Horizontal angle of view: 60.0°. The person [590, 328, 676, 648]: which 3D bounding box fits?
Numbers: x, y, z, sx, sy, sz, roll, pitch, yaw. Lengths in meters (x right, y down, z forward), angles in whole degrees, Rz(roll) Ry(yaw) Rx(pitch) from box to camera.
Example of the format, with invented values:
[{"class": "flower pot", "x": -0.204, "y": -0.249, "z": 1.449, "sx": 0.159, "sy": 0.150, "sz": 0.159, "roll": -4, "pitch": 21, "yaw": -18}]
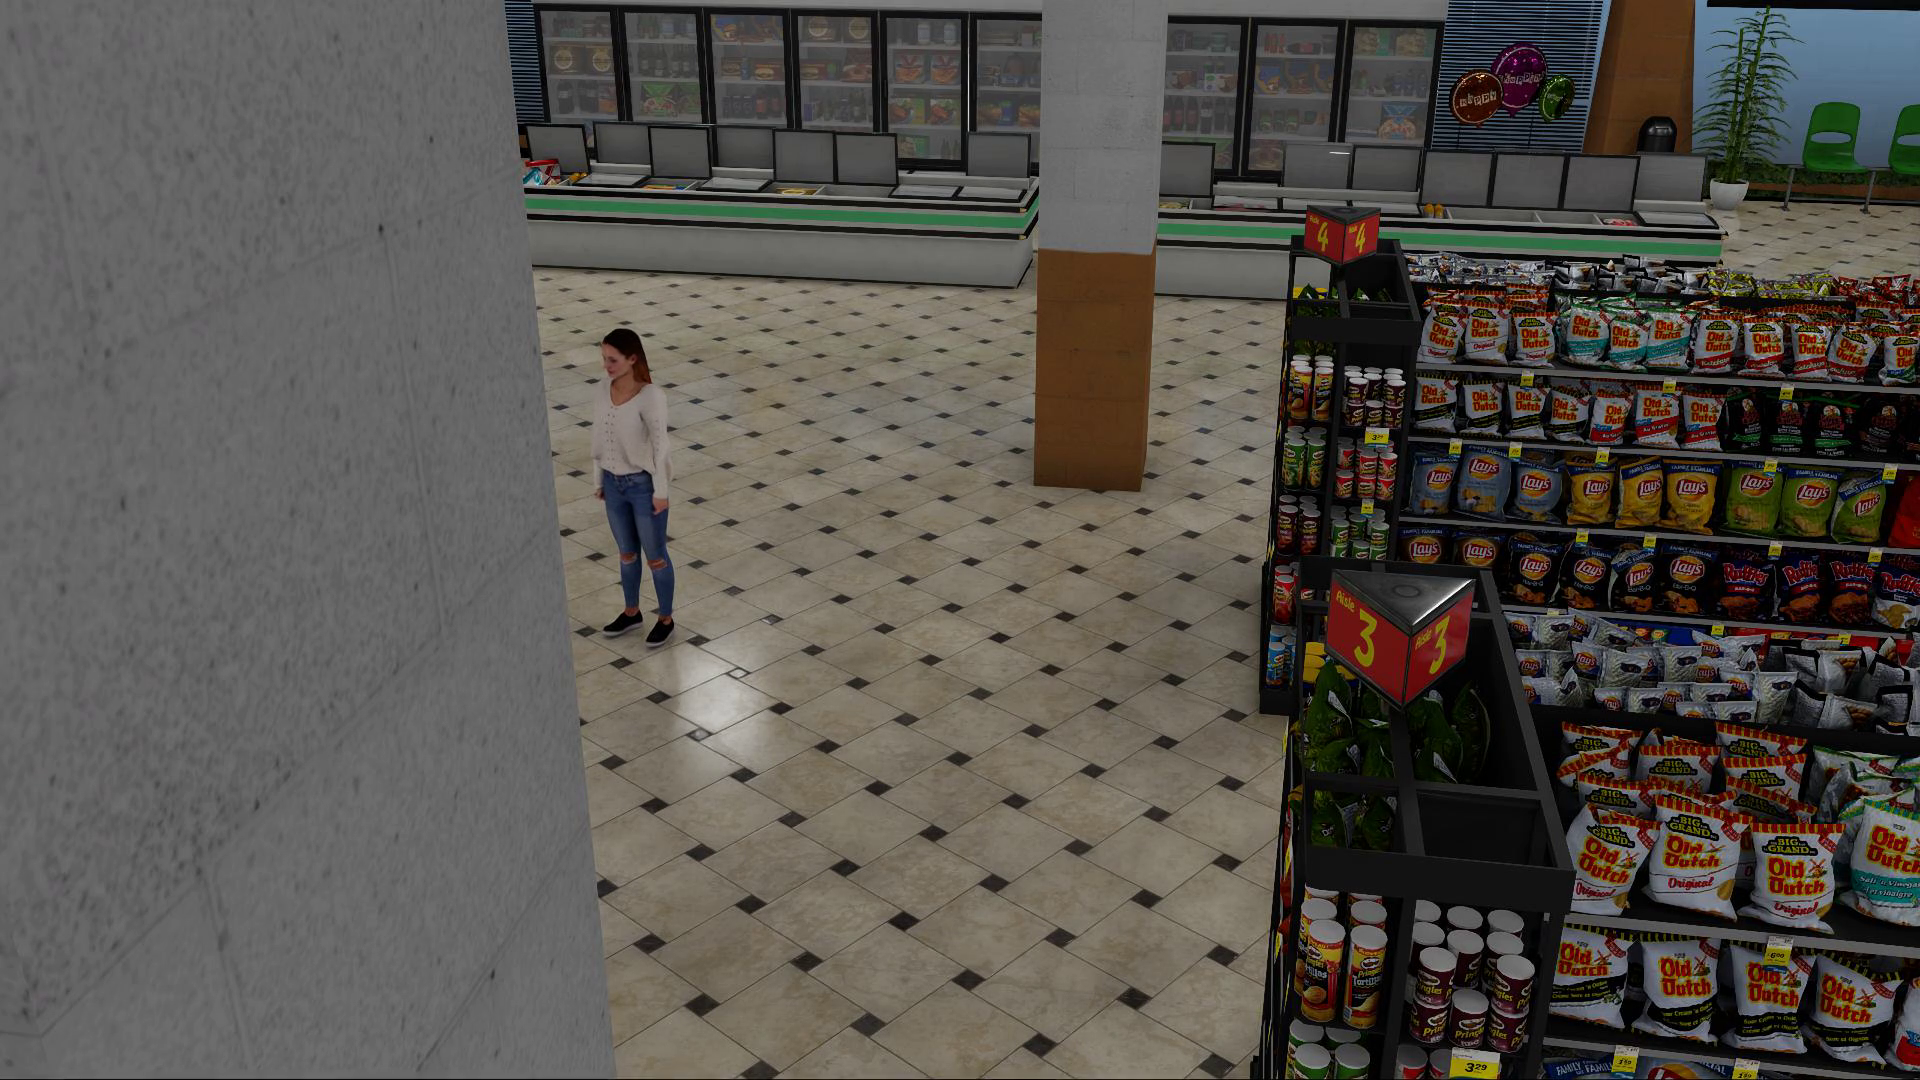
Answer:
[{"class": "person", "x": -1.667, "y": -0.273, "z": 8.524, "sx": 0.604, "sy": 1.694, "sz": 0.747, "roll": 13, "pitch": 27, "yaw": 27}]
